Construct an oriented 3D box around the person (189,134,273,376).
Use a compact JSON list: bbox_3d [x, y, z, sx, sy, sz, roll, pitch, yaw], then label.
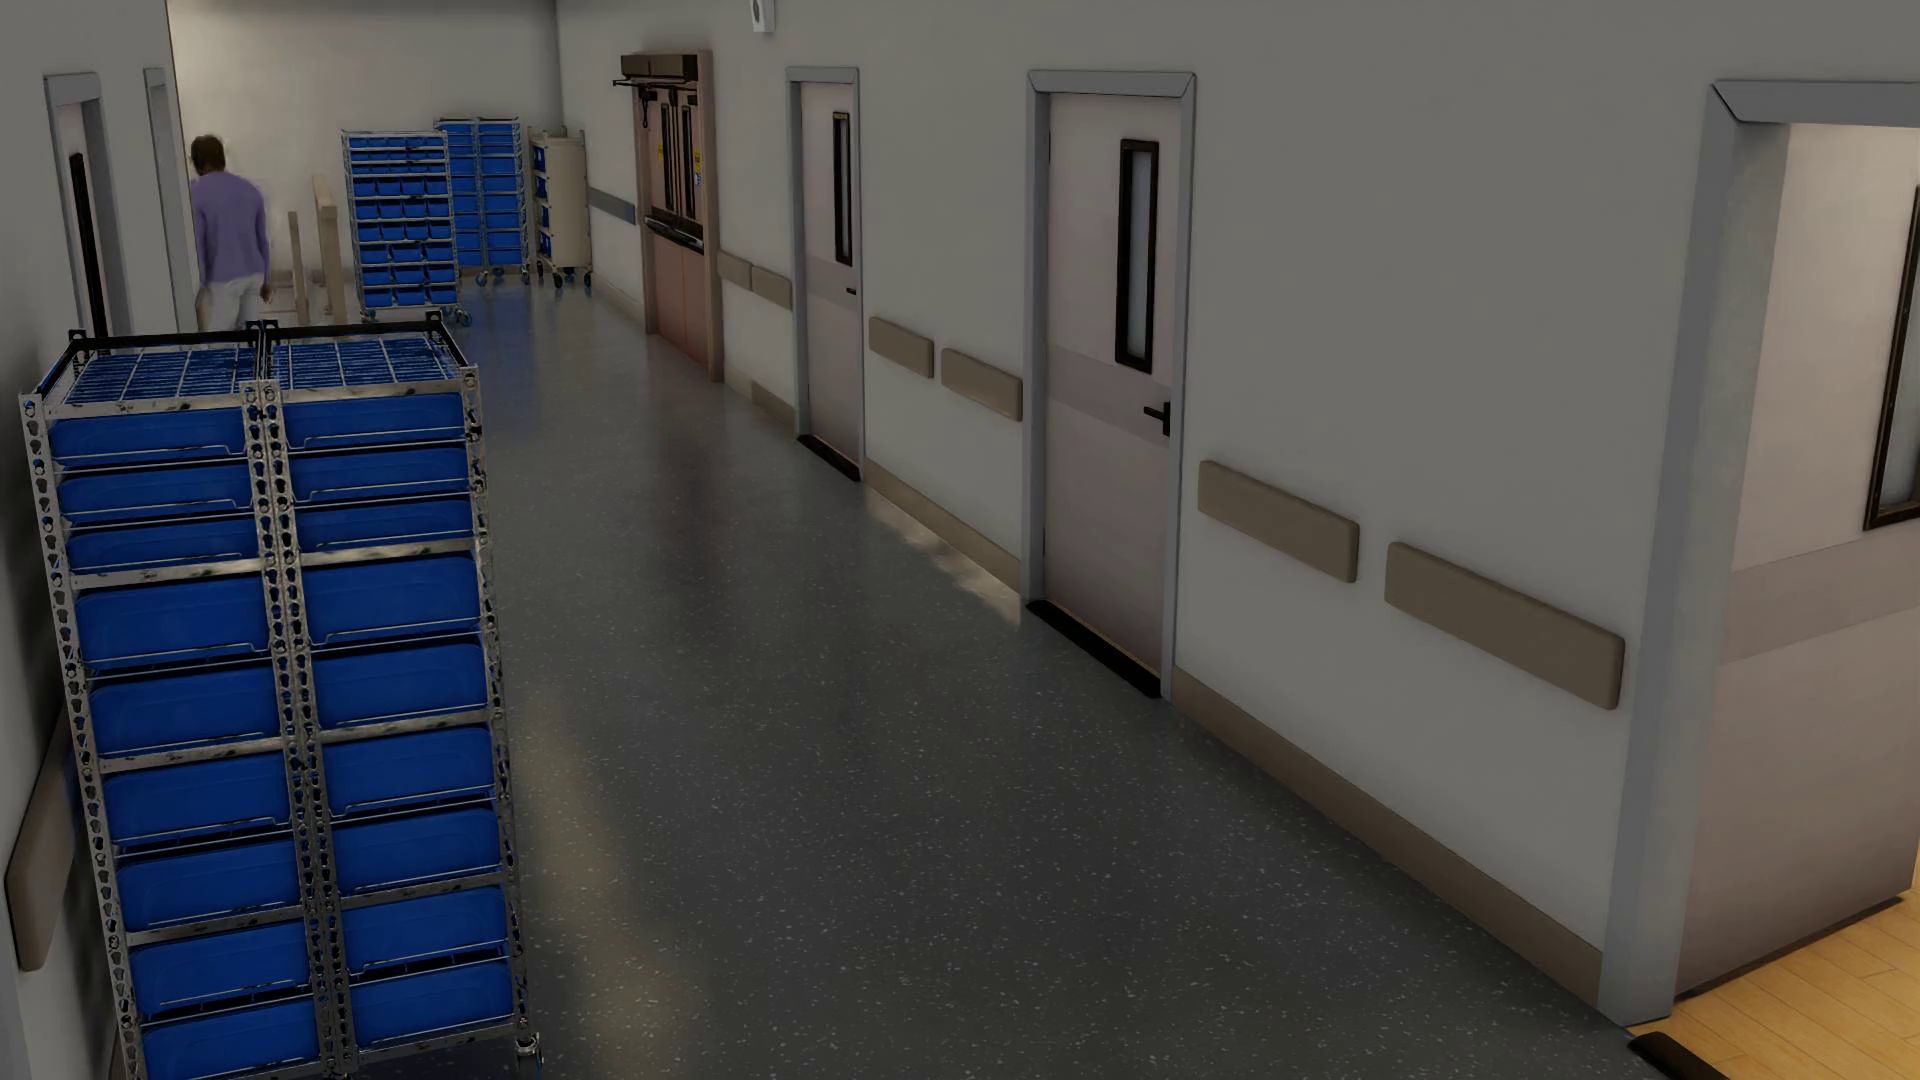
[{"bbox_3d":[-4.851,-1.764,11.204,0.618,1.904,0.632,7,17,22],"label":"person"}]
